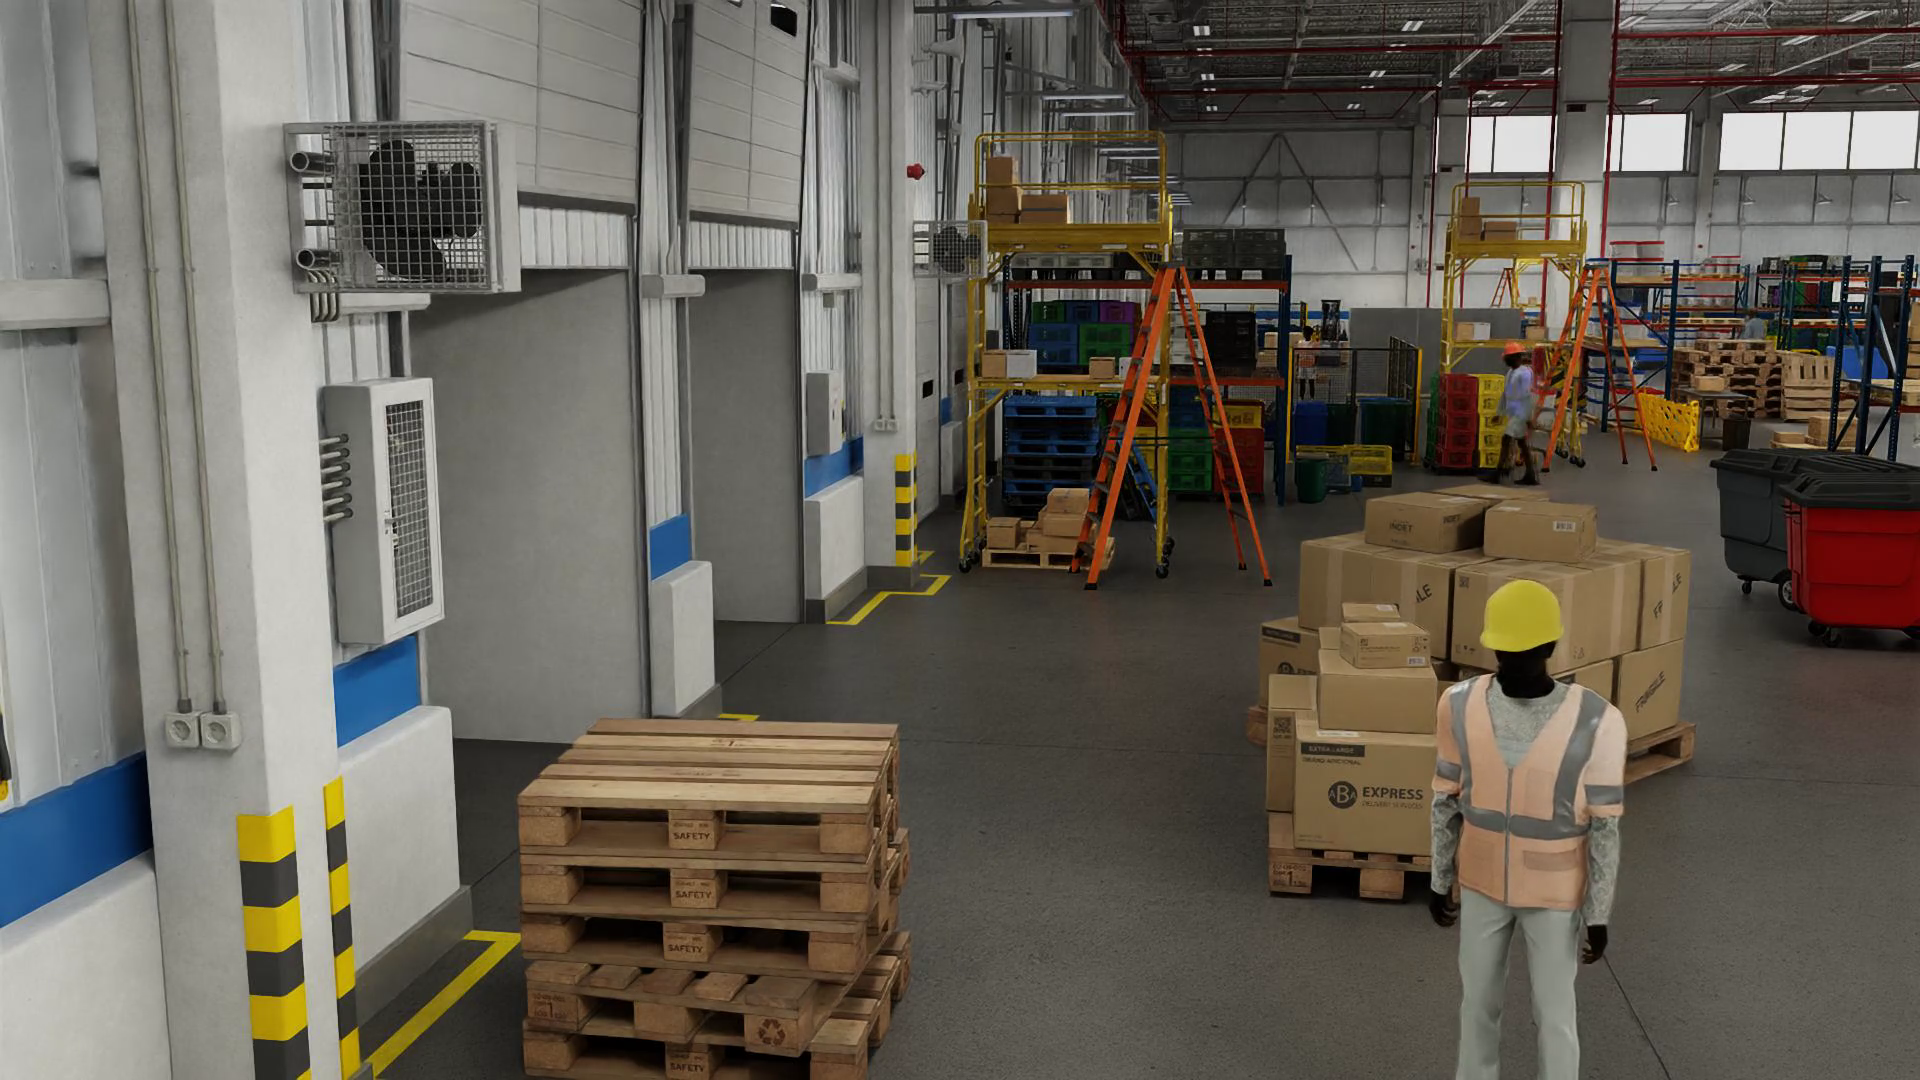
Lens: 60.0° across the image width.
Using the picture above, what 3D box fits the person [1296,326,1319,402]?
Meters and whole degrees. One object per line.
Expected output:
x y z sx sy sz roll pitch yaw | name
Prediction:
7.273 -3.647 34.888 0.317 1.700 0.537 -9 13 -44 | person

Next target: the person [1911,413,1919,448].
15.590 -2.337 26.720 0.346 1.736 0.484 9 13 44 | person

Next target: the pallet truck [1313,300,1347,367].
11.159 -6.200 49.718 0.823 1.965 1.885 4 10 26 | pallet truck

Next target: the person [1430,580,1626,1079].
1.728 1.064 5.170 0.588 1.918 0.399 7 11 36 | person

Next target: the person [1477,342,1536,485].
7.245 -1.659 22.010 0.933 1.892 0.552 0 9 -1 | person

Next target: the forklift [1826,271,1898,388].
21.071 -4.771 38.191 1.873 2.768 1.129 1 9 9 | forklift

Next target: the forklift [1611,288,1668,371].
18.899 -6.148 46.682 1.873 2.768 1.129 -3 10 -17 | forklift

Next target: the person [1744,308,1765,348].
20.080 -4.914 42.088 0.701 1.912 0.404 -4 10 -26 | person
